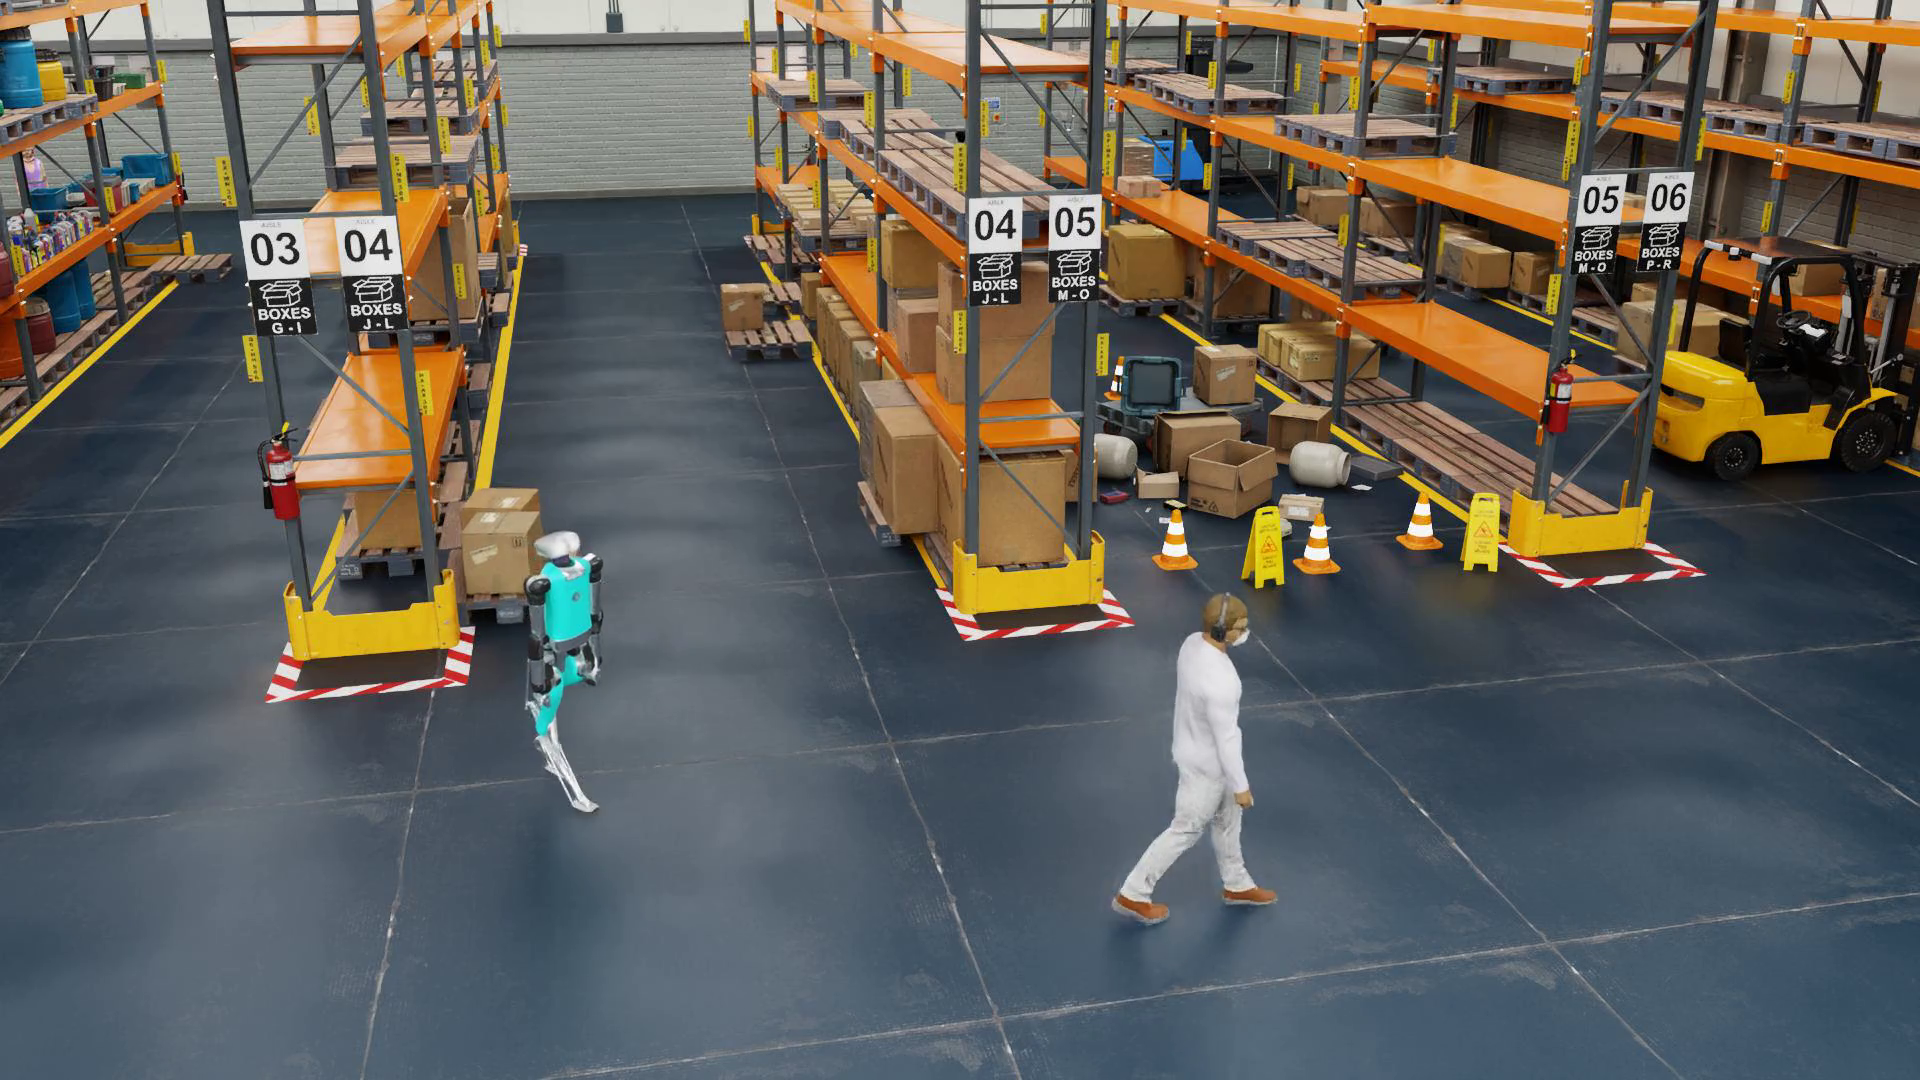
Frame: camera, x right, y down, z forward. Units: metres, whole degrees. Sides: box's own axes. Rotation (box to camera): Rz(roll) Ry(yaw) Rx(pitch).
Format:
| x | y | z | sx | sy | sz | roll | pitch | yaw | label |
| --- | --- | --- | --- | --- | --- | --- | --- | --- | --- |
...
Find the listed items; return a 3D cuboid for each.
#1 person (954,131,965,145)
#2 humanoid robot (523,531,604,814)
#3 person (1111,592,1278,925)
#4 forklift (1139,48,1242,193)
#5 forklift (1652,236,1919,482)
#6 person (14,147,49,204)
| x | y | z | sx | sy | sz | roll | pitch | yaw | label |
| --- | --- | --- | --- | --- | --- | --- | --- | --- | --- |
| 0.005 | -6.509 | 29.704 | 0.544 | 1.682 | 0.372 | 3 | 21 | 7 | person |
| -2.472 | 0.760 | 10.057 | 0.901 | 1.775 | 0.541 | 15 | 25 | 34 | humanoid robot |
| 1.260 | 1.158 | 8.769 | 0.926 | 1.898 | 0.633 | 0 | 20 | 0 | person |
| 4.566 | -8.313 | 32.860 | 1.873 | 2.768 | 1.129 | -4 | 21 | -12 | forklift |
| 8.013 | -1.814 | 16.330 | 2.313 | 2.155 | 1.214 | -4 | 21 | -12 | forklift |
| -15.305 | -5.699 | 27.499 | 0.480 | 1.693 | 0.349 | -16 | 26 | -37 | person |
